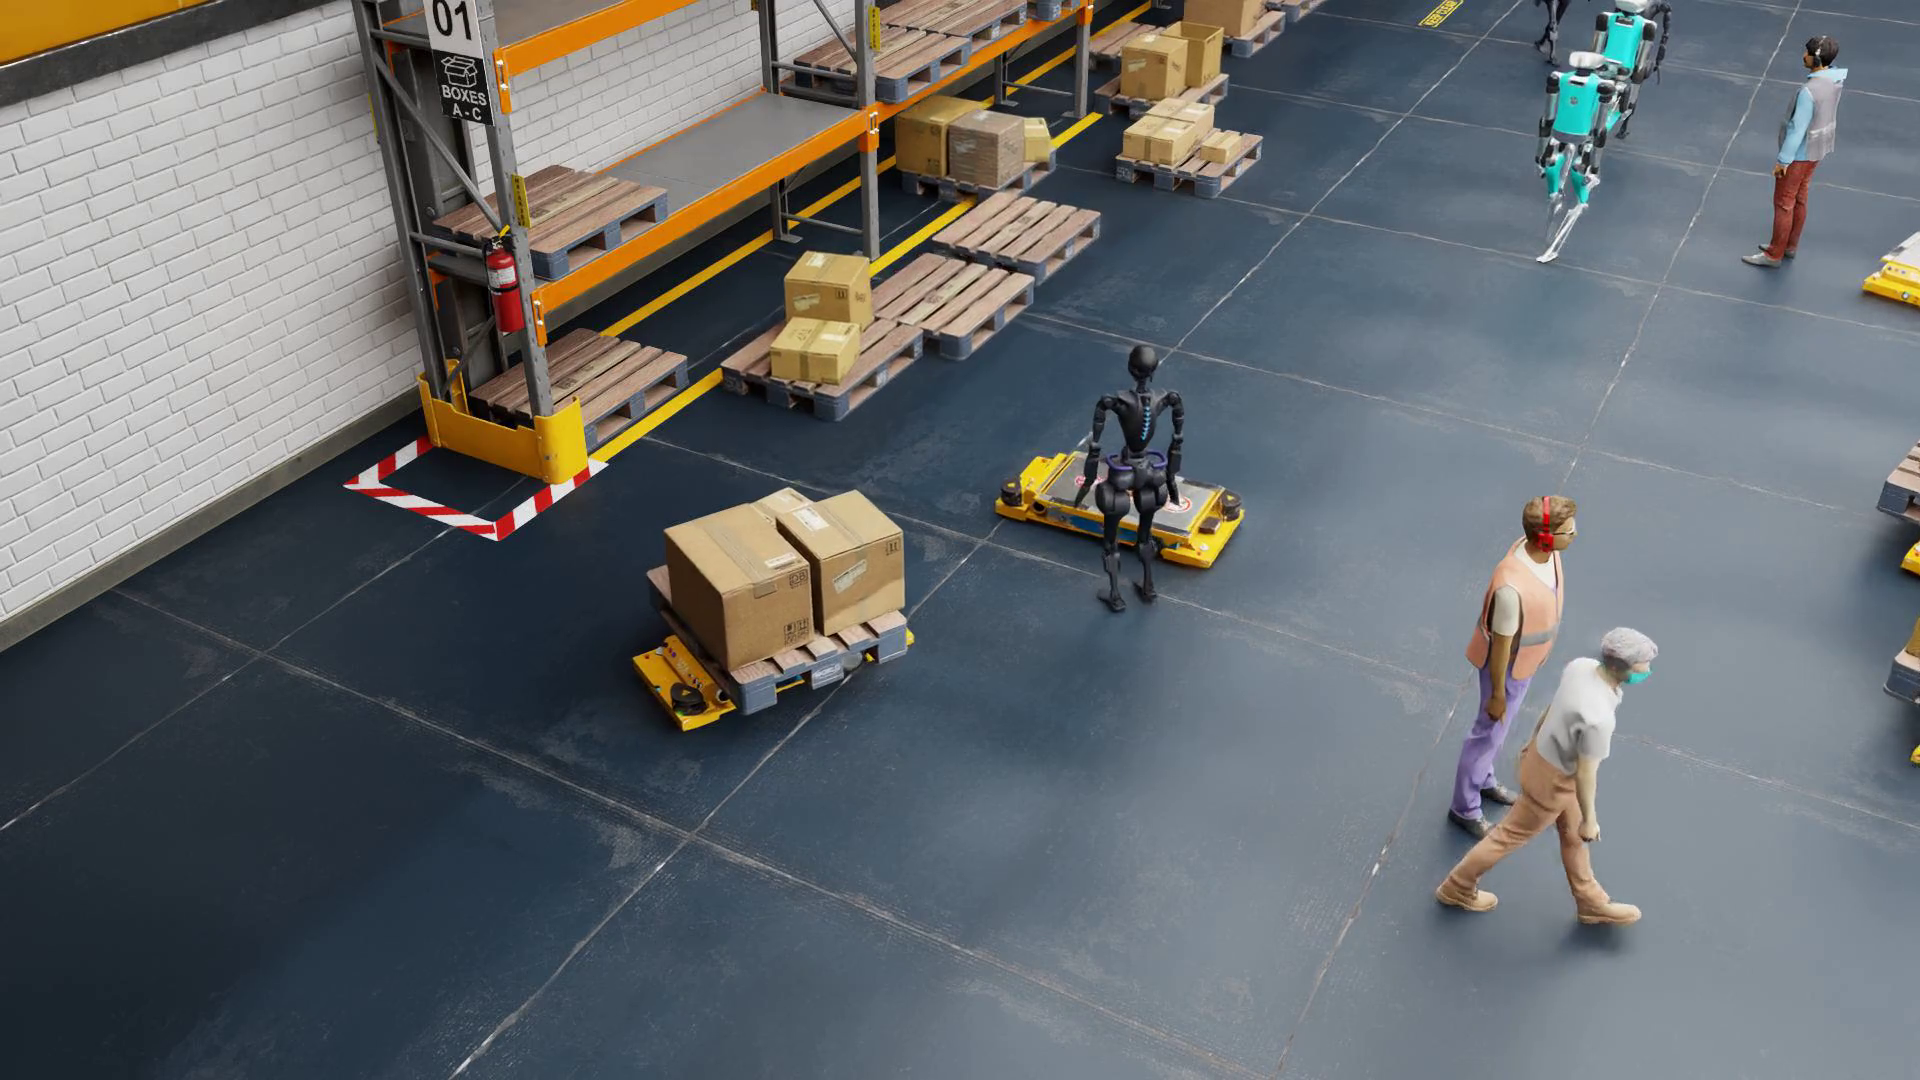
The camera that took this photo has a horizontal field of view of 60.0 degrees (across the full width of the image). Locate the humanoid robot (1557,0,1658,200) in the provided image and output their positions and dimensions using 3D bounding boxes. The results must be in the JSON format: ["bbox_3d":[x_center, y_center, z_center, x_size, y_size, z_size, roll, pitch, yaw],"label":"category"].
[{"bbox_3d":[5.581,-3.820,14.637,0.530,1.769,0.996,25,41,33],"label":"humanoid robot"}]

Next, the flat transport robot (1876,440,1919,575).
[{"bbox_3d":[6.395,-0.067,10.249,0.659,0.231,1.431,27,42,34],"label":"flat transport robot"}]

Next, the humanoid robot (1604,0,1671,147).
[{"bbox_3d":[6.376,-4.575,15.830,0.611,1.641,0.701,21,39,29],"label":"humanoid robot"}]

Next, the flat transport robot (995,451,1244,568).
[{"bbox_3d":[1.005,-0.222,10.484,1.431,0.231,0.659,15,36,22],"label":"flat transport robot"}]

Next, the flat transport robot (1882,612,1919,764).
[{"bbox_3d":[5.625,0.935,8.734,1.431,0.231,0.659,-28,42,-35],"label":"flat transport robot"}]

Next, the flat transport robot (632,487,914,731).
[{"bbox_3d":[-1.035,0.583,9.266,1.431,0.231,0.659,-20,38,-27],"label":"flat transport robot"}]

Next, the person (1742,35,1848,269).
[{"bbox_3d":[6.784,-3.112,13.408,0.415,1.872,0.536,29,43,36],"label":"person"}]

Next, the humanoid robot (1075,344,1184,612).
[{"bbox_3d":[0.959,-0.333,9.370,0.614,1.642,0.305,-8,34,-12],"label":"humanoid robot"}]

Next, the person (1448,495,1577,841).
[{"bbox_3d":[2.585,0.584,7.831,0.381,1.849,0.569,19,38,27],"label":"person"}]

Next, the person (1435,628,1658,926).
[{"bbox_3d":[2.655,1.043,7.278,0.936,1.681,0.502,10,35,15],"label":"person"}]

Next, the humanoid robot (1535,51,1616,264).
[{"bbox_3d":[5.027,-3.108,13.616,0.543,1.890,0.723,22,39,30],"label":"humanoid robot"}]

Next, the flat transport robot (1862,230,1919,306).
[{"bbox_3d":[7.964,-2.225,13.514,1.431,0.231,0.659,-28,43,-36],"label":"flat transport robot"}]

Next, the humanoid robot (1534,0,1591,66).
[{"bbox_3d":[6.548,-6.036,18.059,0.601,1.644,0.790,-5,34,-8],"label":"humanoid robot"}]
